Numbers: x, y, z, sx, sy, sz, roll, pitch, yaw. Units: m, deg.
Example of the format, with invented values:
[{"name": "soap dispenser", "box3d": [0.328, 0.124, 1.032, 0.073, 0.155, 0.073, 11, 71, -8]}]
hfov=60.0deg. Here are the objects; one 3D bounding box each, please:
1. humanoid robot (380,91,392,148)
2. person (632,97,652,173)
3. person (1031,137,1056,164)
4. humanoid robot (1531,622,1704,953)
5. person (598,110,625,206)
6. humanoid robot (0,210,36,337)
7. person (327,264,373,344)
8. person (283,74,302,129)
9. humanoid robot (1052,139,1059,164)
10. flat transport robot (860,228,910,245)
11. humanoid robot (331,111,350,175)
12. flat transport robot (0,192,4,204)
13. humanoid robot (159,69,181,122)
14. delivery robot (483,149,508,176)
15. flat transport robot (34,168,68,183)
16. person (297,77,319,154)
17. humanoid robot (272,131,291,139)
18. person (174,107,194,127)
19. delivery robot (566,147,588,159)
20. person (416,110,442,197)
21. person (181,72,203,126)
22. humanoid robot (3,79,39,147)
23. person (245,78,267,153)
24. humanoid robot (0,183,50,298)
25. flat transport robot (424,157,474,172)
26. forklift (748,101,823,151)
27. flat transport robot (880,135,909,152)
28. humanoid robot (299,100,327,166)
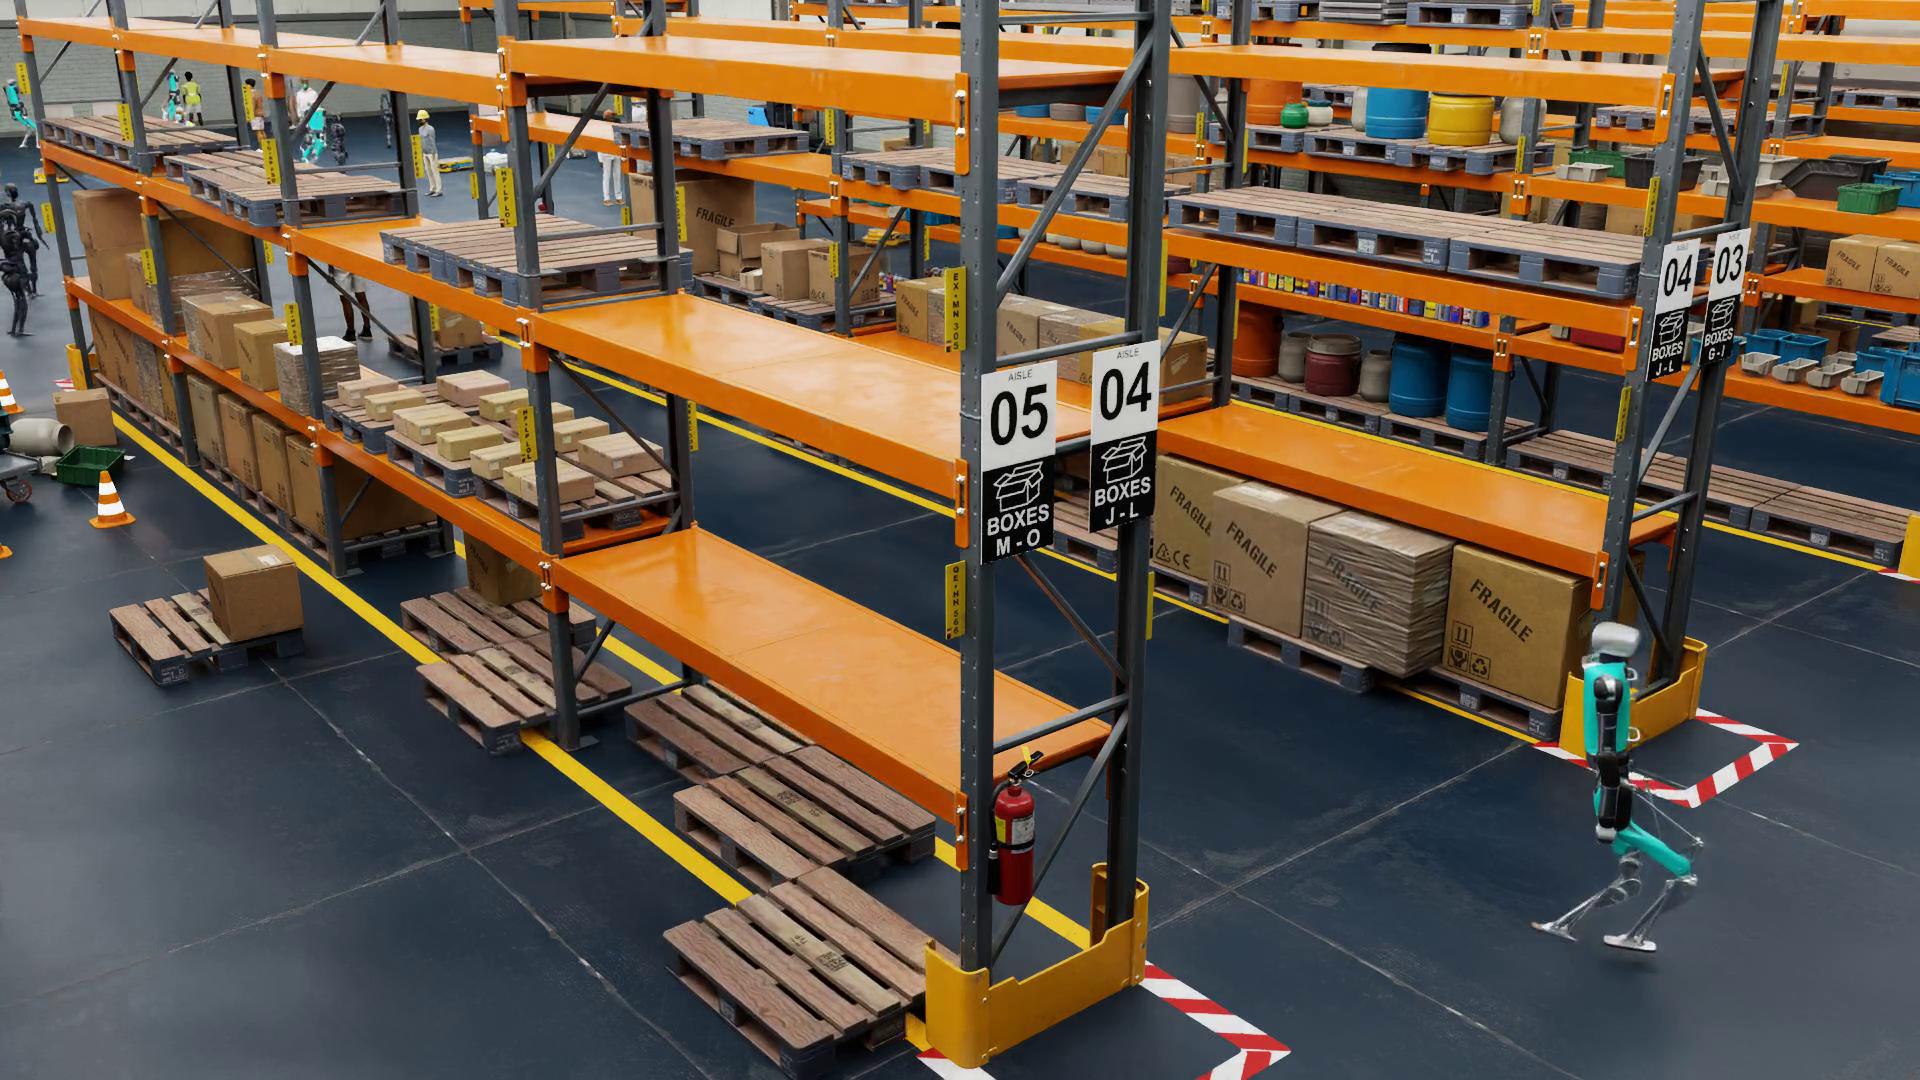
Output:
[{"name": "humanoid robot", "box3d": [-14.809, -11.066, 43.335, 0.612, 1.678, 0.358, -2, 19, -6]}, {"name": "person", "box3d": [-7.175, -9.118, 37.487, 0.372, 1.867, 0.655, -17, 26, -40]}, {"name": "person", "box3d": [1.545, -6.860, 31.199, 0.535, 1.765, 0.403, 2, 19, 6]}, {"name": "humanoid robot", "box3d": [3.296, 1.277, 8.108, 0.900, 1.771, 0.544, 6, 20, 17]}, {"name": "person", "box3d": [-6.981, -7.645, 33.282, 0.565, 1.877, 0.352, -15, 25, -37]}, {"name": "humanoid robot", "box3d": [-12.398, -3.485, 21.767, 0.357, 1.654, 0.593, -18, 26, -41]}, {"name": "person", "box3d": [-7.878, -3.502, 21.353, 0.374, 1.962, 0.603, 12, 23, 30]}, {"name": "person", "box3d": [-19.344, -12.852, 48.117, 0.524, 1.862, 0.496, 14, 24, 35]}, {"name": "humanoid robot", "box3d": [1.590, -7.480, 33.063, 1.039, 1.746, 0.545, -15, 24, -36]}, {"name": "flat transport robot", "box3d": [-1.088, -5.392, 29.281, 0.659, 0.231, 1.431, 11, 22, 30]}, {"name": "humanoid robot", "box3d": [-13.274, -8.284, 35.400, 0.534, 1.634, 0.611, -2, 19, -6]}, {"name": "flat transport robot", "box3d": [-19.189, -6.326, 31.938, 0.659, 0.231, 1.431, 2, 20, 7]}, {"name": "humanoid robot", "box3d": [-22.247, -12.303, 46.774, 0.546, 1.800, 0.703, 16, 25, 38]}, {"name": "delivery robot", "box3d": [-10.675, -8.642, 38.083, 0.499, 0.583, 0.767, 7, 21, 20]}, {"name": "flat transport robot", "box3d": [-20.255, -8.130, 37.074, 0.659, 0.231, 1.431, -10, 21, -25]}, {"name": "person", "box3d": [-16.348, -10.623, 41.713, 0.509, 1.890, 0.782, -3, 20, -9]}, {"name": "humanoid robot", "box3d": [-15.748, -9.394, 38.551, 0.395, 1.651, 0.600, 3, 20, 9]}, {"name": "person", "box3d": [-15.707, -7.798, 33.699, 0.560, 1.879, 0.549, 0, 19, 1]}, {"name": "delivery robot", "box3d": [-9.576, -9.750, 41.205, 0.499, 0.564, 0.737, -12, 23, -31]}, {"name": "person", "box3d": [-11.038, -8.016, 34.509, 0.516, 1.757, 0.342, 16, 25, 38]}, {"name": "person", "box3d": [-21.627, -12.328, 46.879, 0.527, 1.689, 0.321, -14, 24, -34]}, {"name": "humanoid robot", "box3d": [-24.409, -11.132, 43.417, 0.531, 1.792, 0.781, 8, 21, 23]}, {"name": "person", "box3d": [-17.788, -10.727, 42.071, 0.399, 1.855, 0.781, 0, 19, -1]}, {"name": "humanoid robot", "box3d": [-13.615, -4.358, 24.214, 0.389, 1.653, 0.602, 14, 24, 34]}, {"name": "flat transport robot", "box3d": [-11.855, -8.802, 38.987, 0.659, 0.231, 1.431, 11, 22, 28]}, {"name": "forklift", "box3d": [-4.526, -11.368, 42.374, 1.129, 2.768, 1.873, -15, 24, -37]}, {"name": "flat transport robot", "box3d": [-1.327, -8.147, 37.123, 0.659, 0.231, 1.431, -8, 21, -21]}, {"name": "humanoid robot", "box3d": [-14.398, -8.799, 36.942, 0.733, 1.906, 0.553, 13, 23, 33]}]
